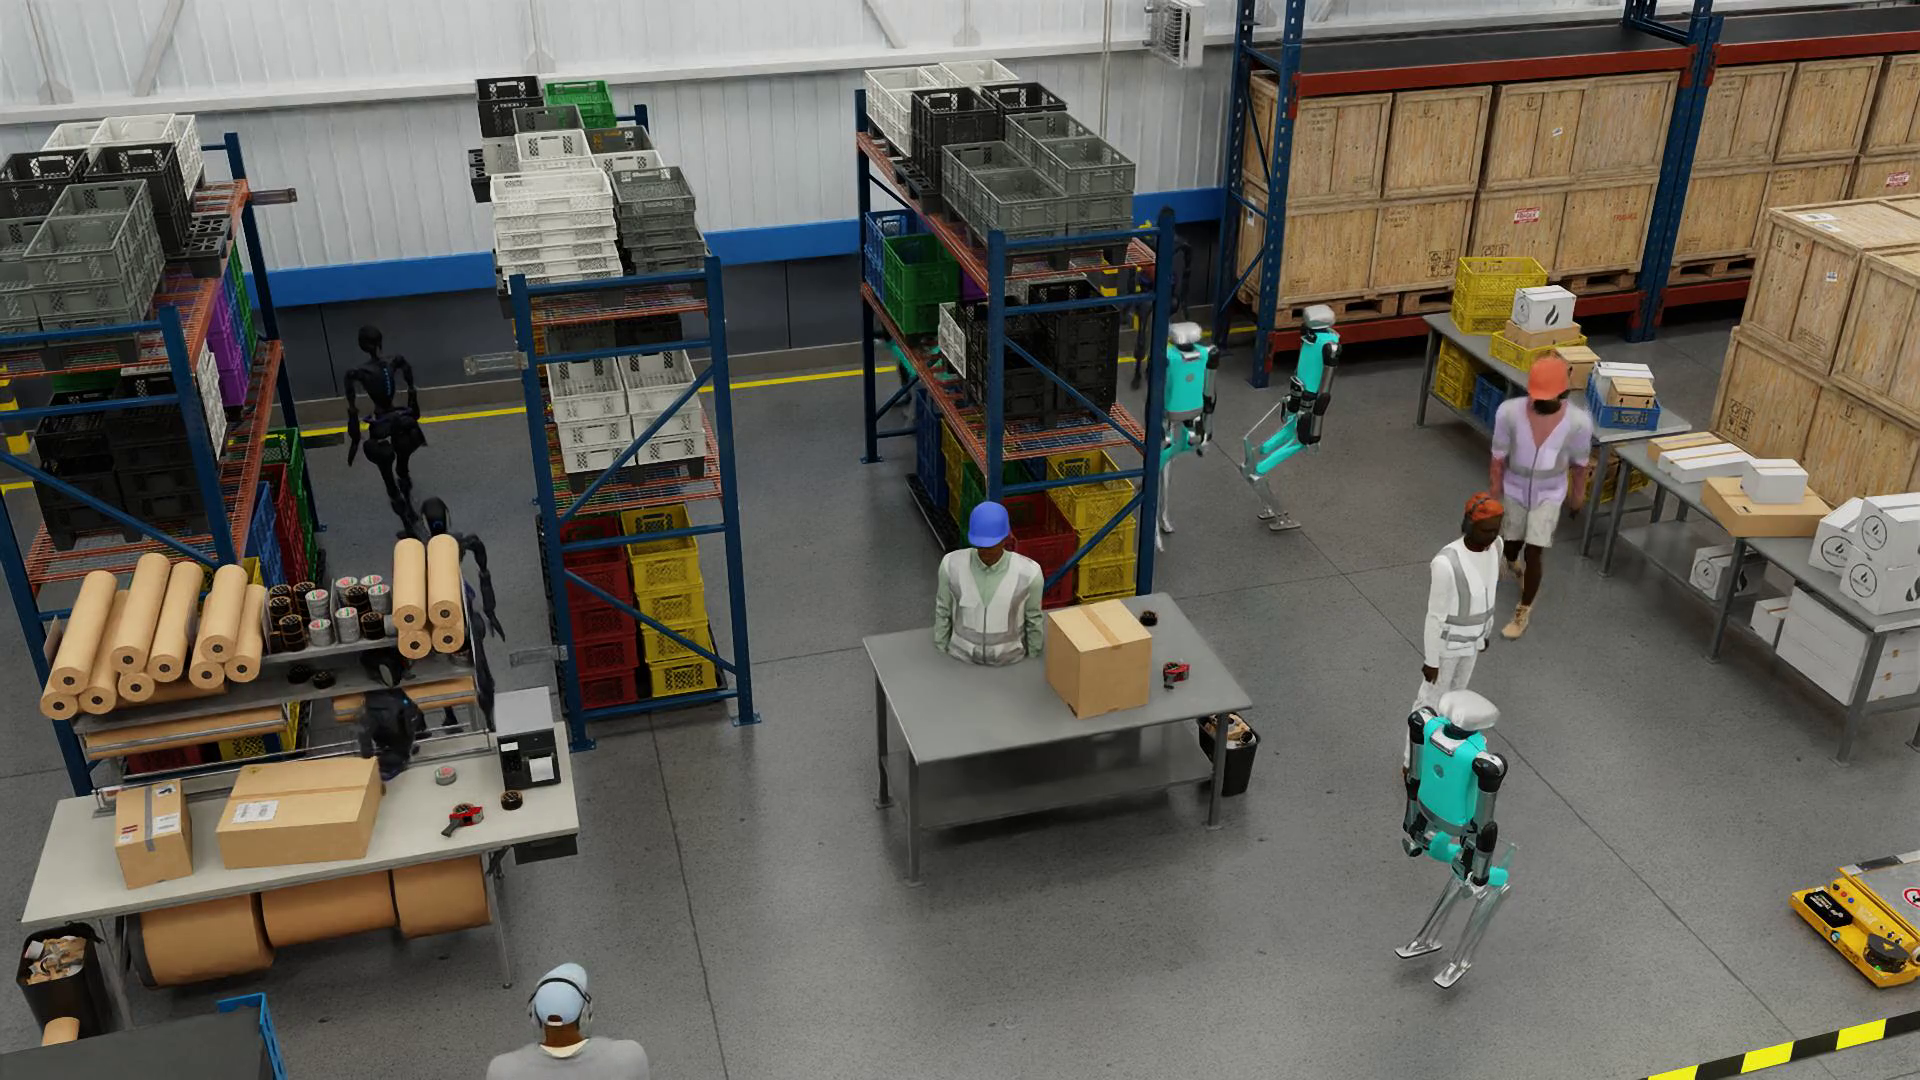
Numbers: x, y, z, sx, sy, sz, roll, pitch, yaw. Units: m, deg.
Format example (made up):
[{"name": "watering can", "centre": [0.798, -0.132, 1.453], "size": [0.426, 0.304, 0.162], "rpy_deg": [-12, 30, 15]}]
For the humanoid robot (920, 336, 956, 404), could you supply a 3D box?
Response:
[{"name": "humanoid robot", "centre": [-0.019, -1.662, 13.673], "size": [0.558, 1.794, 0.811], "rpy_deg": [-14, 32, -24]}]

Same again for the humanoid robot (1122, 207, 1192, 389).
[{"name": "humanoid robot", "centre": [1.725, -2.130, 14.589], "size": [0.585, 1.639, 0.587], "rpy_deg": [1, 29, 1]}]

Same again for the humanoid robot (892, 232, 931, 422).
[{"name": "humanoid robot", "centre": [-0.378, -1.794, 13.959], "size": [0.323, 1.655, 0.612], "rpy_deg": [-7, 30, -12]}]

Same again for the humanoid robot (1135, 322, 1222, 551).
[{"name": "humanoid robot", "centre": [1.499, -0.826, 12.149], "size": [0.531, 1.781, 0.756], "rpy_deg": [-9, 30, -16]}]

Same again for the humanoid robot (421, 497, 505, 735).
[{"name": "humanoid robot", "centre": [-2.988, 0.511, 9.772], "size": [0.608, 1.643, 0.564], "rpy_deg": [-17, 33, -28]}]

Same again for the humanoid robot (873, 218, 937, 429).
[{"name": "humanoid robot", "centre": [-0.398, -1.742, 13.820], "size": [0.795, 1.787, 0.536], "rpy_deg": [16, 33, 27]}]

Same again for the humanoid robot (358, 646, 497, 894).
[{"name": "humanoid robot", "centre": [-2.798, 1.241, 8.454], "size": [0.649, 1.637, 0.597], "rpy_deg": [6, 29, 11]}]

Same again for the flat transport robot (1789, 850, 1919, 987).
[{"name": "flat transport robot", "centre": [5.163, 1.916, 8.676], "size": [1.431, 0.231, 0.659], "rpy_deg": [-8, 30, -14]}]

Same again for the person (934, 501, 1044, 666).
[{"name": "person", "centre": [0.155, 0.664, 9.243], "size": [0.602, 1.917, 0.385], "rpy_deg": [4, 29, 7]}]

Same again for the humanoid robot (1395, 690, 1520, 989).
[{"name": "humanoid robot", "centre": [2.469, 1.384, 7.980], "size": [0.735, 1.677, 0.533], "rpy_deg": [-17, 33, -27]}]

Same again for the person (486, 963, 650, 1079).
[{"name": "person", "centre": [-1.417, 2.333, 6.273], "size": [0.597, 1.850, 0.395], "rpy_deg": [-5, 29, -9]}]

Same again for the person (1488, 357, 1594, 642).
[{"name": "person", "centre": [3.816, -0.355, 11.014], "size": [0.614, 2.000, 0.776], "rpy_deg": [15, 32, 25]}]

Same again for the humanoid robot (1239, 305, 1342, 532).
[{"name": "humanoid robot", "centre": [2.337, -0.871, 12.118], "size": [0.727, 1.694, 0.533], "rpy_deg": [-5, 29, -10]}]

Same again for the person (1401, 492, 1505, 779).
[{"name": "person", "centre": [2.816, 0.580, 9.430], "size": [0.578, 1.881, 0.343], "rpy_deg": [-23, 36, -35]}]

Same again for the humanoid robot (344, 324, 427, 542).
[{"name": "humanoid robot", "centre": [-4.195, -0.779, 12.125], "size": [0.520, 1.644, 0.598], "rpy_deg": [23, 36, 36]}]
